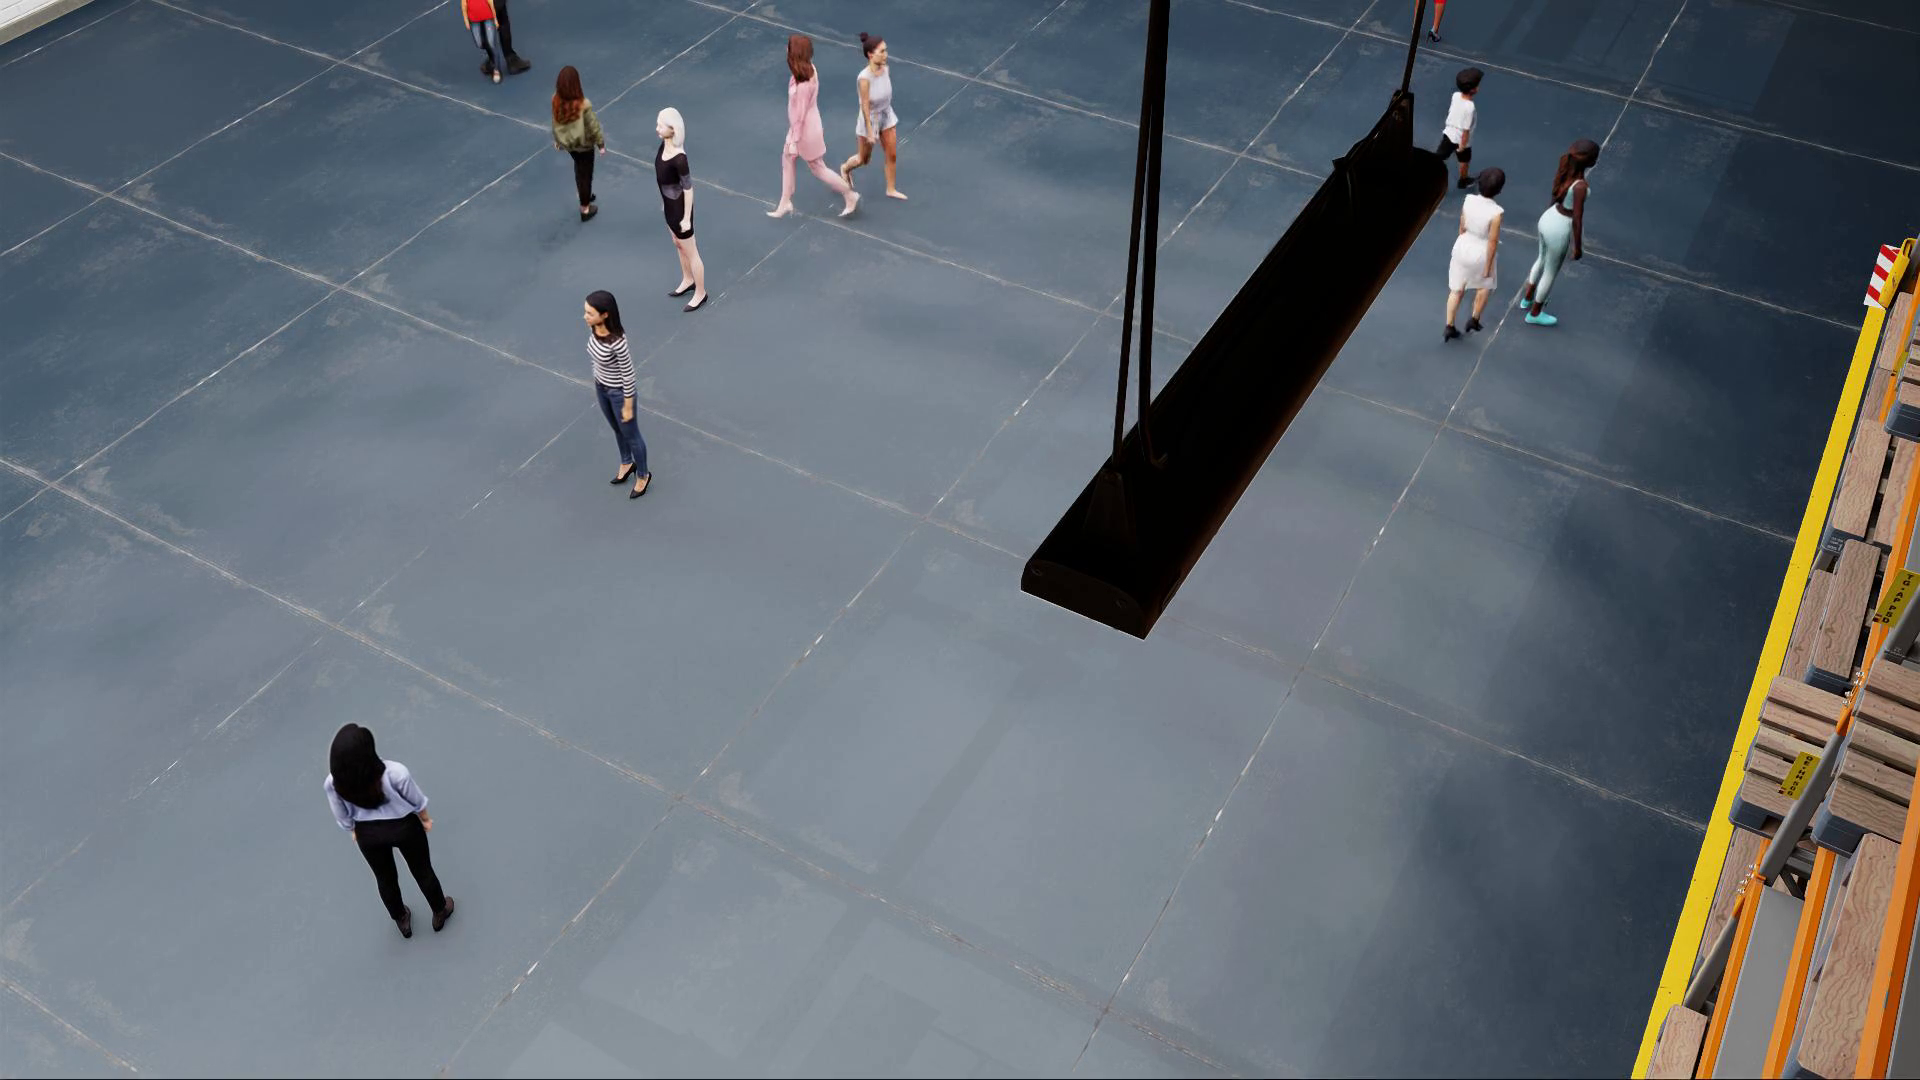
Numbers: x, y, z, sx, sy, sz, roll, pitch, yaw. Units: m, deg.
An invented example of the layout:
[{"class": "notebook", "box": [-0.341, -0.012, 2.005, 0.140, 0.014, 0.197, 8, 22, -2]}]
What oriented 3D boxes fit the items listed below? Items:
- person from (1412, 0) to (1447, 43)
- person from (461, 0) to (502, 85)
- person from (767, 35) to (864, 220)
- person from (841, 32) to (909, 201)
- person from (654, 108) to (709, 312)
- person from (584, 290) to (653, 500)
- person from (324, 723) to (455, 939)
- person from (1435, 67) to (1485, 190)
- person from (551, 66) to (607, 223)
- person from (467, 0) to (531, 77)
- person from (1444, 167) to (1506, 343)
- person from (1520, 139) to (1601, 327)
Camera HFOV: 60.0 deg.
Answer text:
[{"class": "person", "box": [4.984, -6.037, 17.298, 0.588, 1.743, 0.527, 27, 50, 26]}, {"class": "person", "box": [-4.846, -5.320, 16.870, 0.713, 1.294, 0.800, -7, 44, -8]}, {"class": "person", "box": [-1.268, -3.579, 14.708, 1.113, 1.756, 1.125, -7, 44, -8]}, {"class": "person", "box": [-0.821, -3.820, 15.087, 0.701, 1.583, 0.870, 26, 49, 25]}, {"class": "person", "box": [-2.327, -2.740, 13.774, 0.655, 1.830, 0.659, -23, 48, -22]}, {"class": "person", "box": [-2.481, -1.056, 12.030, 0.588, 1.797, 0.639, -31, 52, -29]}, {"class": "person", "box": [-3.180, 1.625, 9.254, 0.727, 1.744, 0.773, -8, 44, -8]}, {"class": "person", "box": [4.501, -3.715, 15.226, 0.928, 1.238, 0.801, -16, 46, -17]}, {"class": "person", "box": [-3.442, -3.503, 14.839, 0.648, 1.465, 0.640, 16, 46, 16]}, {"class": "person", "box": [-4.784, -5.513, 16.736, 0.748, 1.759, 0.886, -18, 47, -18]}, {"class": "person", "box": [4.111, -2.265, 13.494, 0.739, 1.529, 0.662, -30, 51, -27]}, {"class": "person", "box": [4.849, -2.518, 13.619, 0.785, 1.723, 0.710, -6, 44, -6]}]
